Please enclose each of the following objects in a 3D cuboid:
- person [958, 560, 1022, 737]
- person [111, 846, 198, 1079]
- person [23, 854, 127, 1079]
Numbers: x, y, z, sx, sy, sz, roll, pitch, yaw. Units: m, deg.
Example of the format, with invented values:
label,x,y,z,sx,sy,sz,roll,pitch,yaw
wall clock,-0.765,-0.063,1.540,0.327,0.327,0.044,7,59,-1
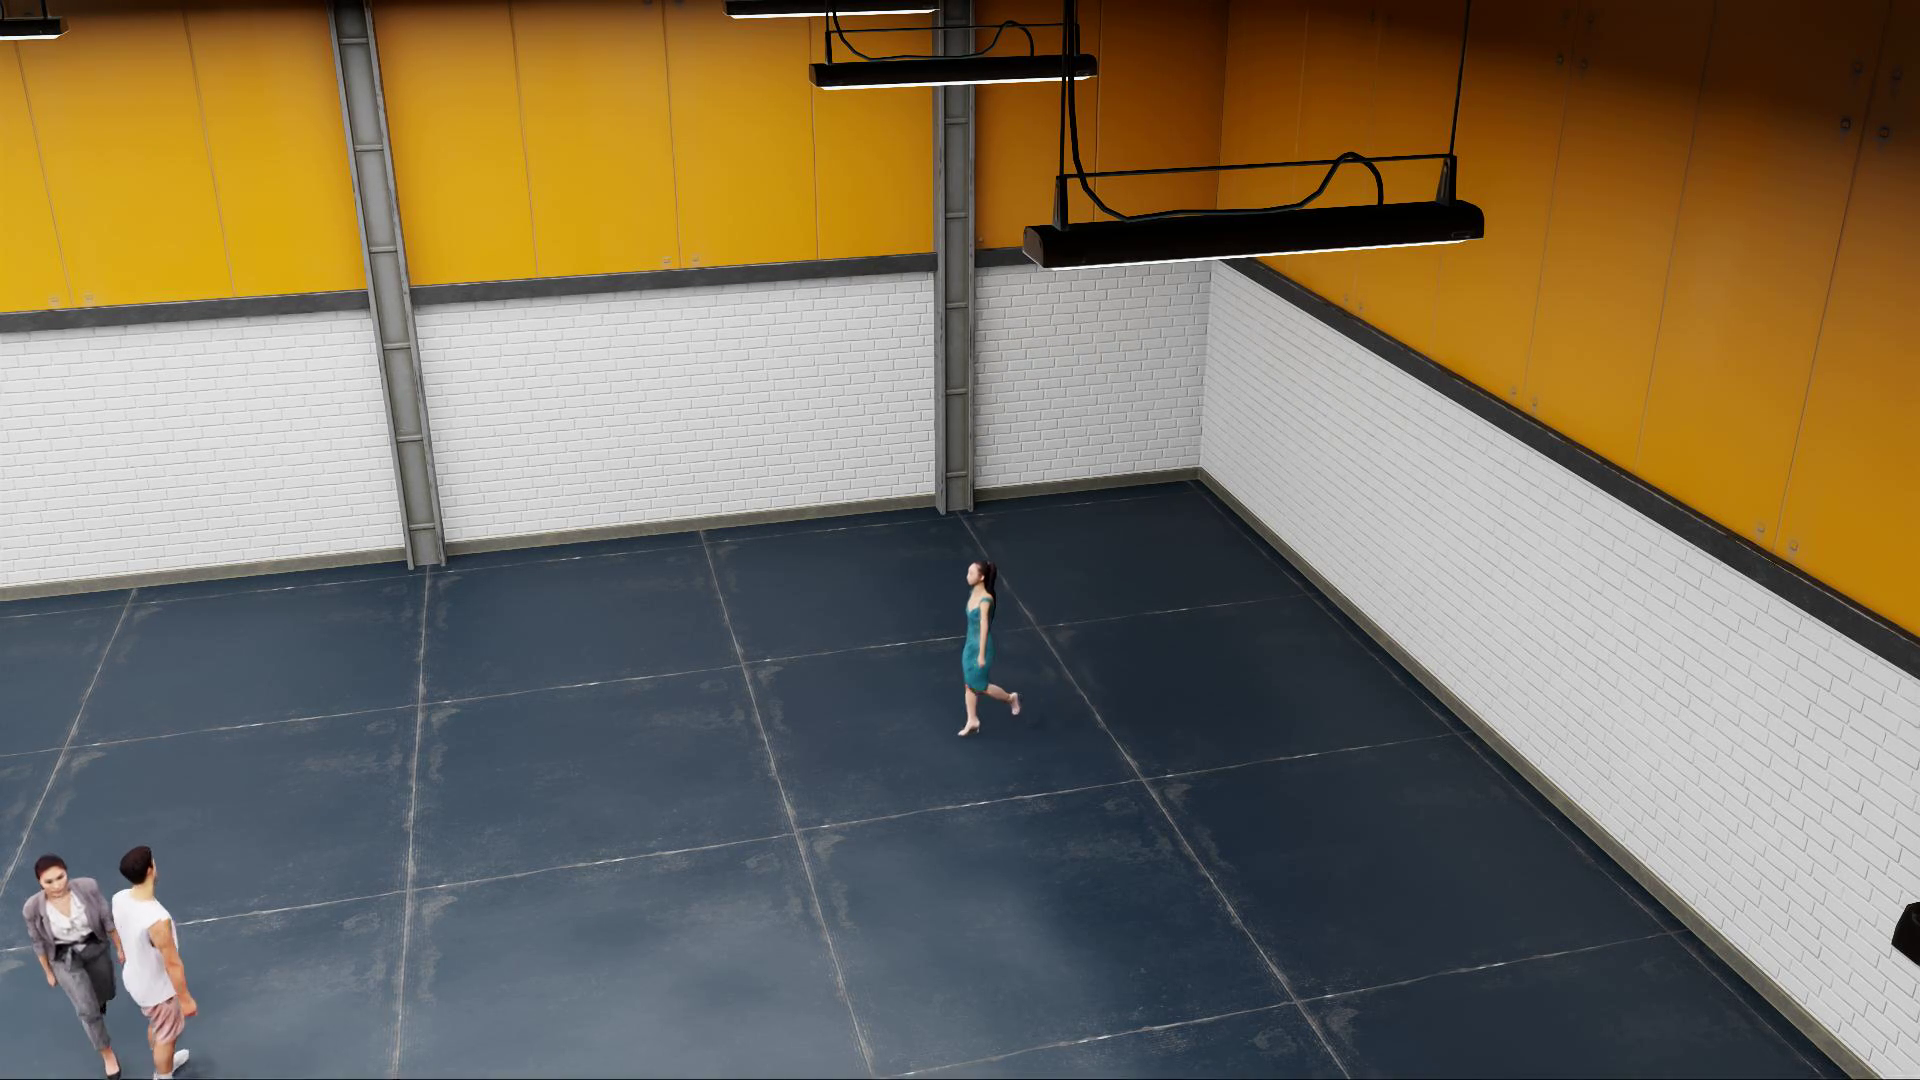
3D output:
label,x,y,z,sx,sy,sz,roll,pitch,yaw
person,0.239,0.963,14.575,0.840,1.670,0.603,-8,25,-18
person,-5.052,2.741,10.384,0.881,1.769,0.919,-18,29,-35
person,-5.658,2.667,10.702,1.035,1.651,0.948,-19,30,-37
